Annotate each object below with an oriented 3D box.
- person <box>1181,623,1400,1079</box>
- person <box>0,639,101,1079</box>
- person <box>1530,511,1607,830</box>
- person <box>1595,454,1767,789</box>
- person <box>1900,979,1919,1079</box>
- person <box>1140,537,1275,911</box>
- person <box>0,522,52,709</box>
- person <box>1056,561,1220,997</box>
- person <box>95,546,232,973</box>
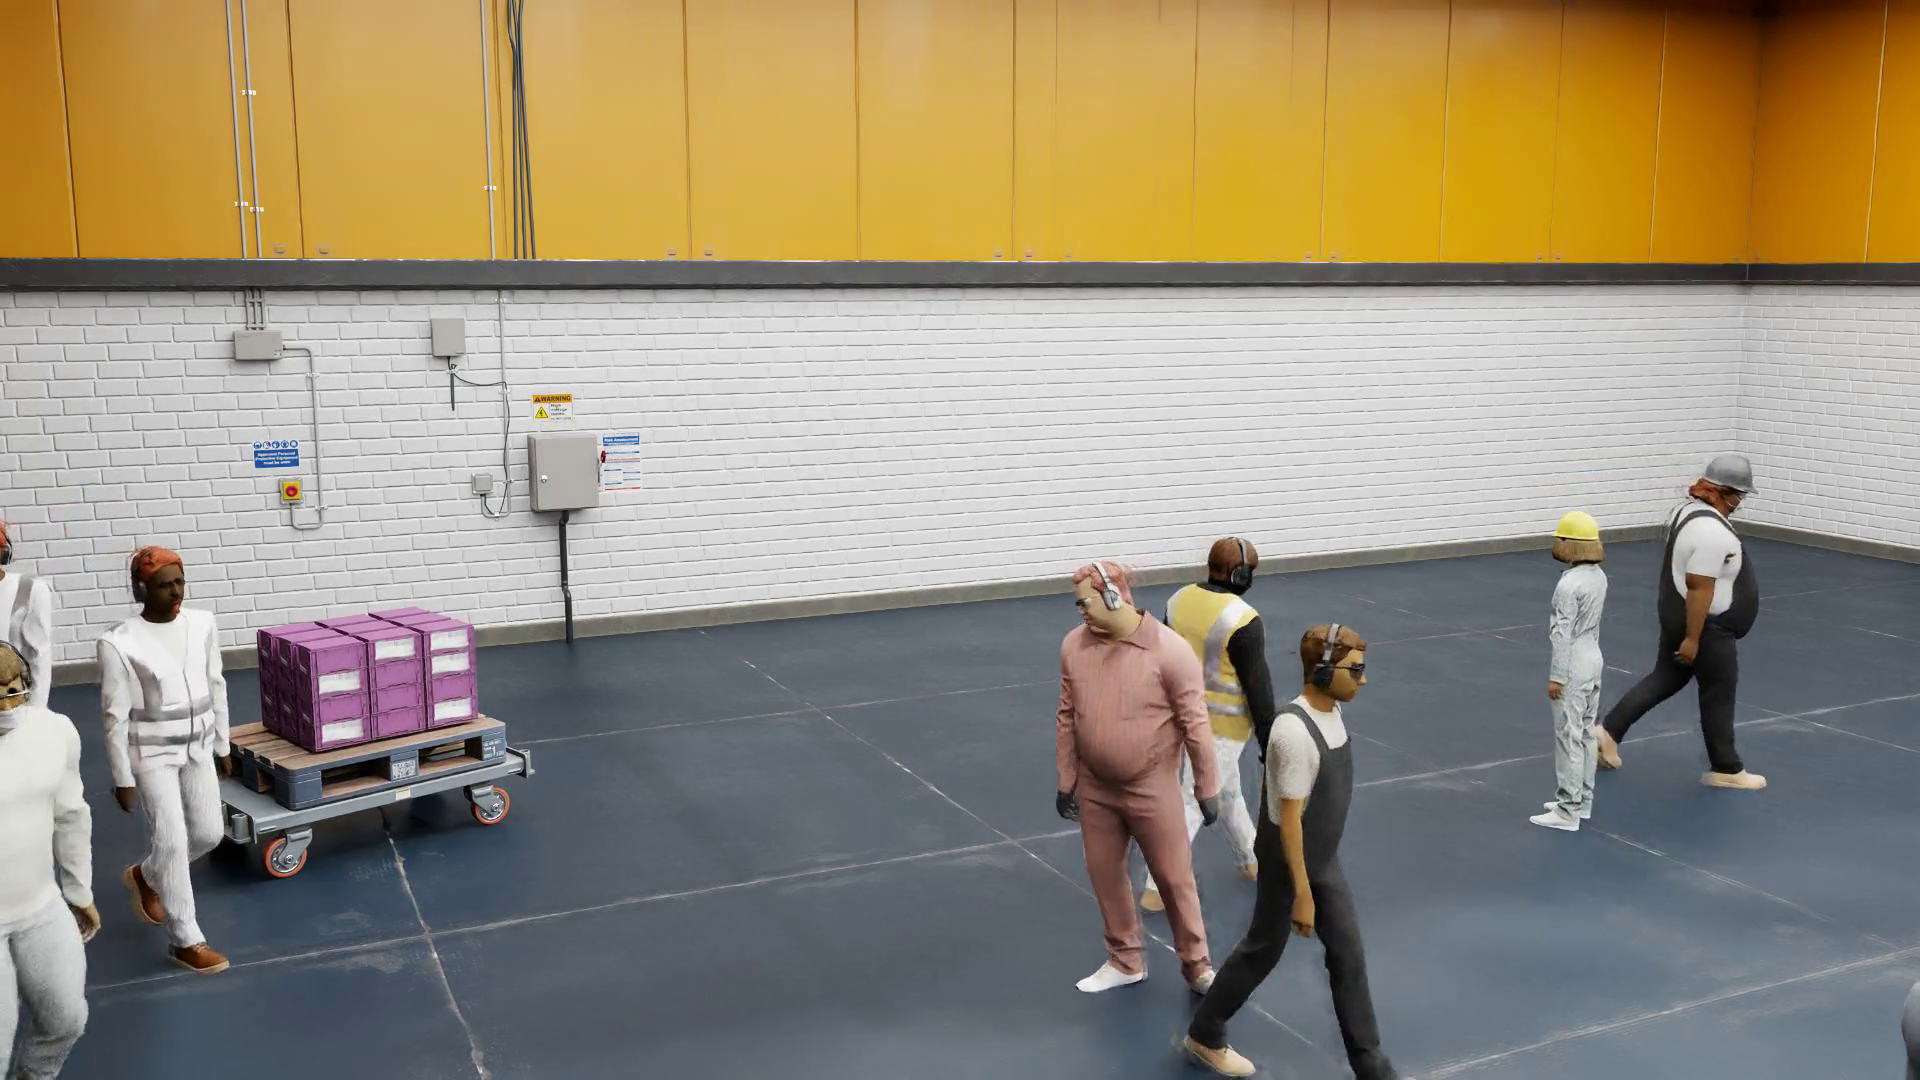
[{"bbox_3d":[1.244,1.176,6.075,0.951,1.798,0.566,6,11,35],"label":"person"},{"bbox_3d":[-3.122,1.236,5.378,0.503,1.901,0.668,4,10,25],"label":"person"},{"bbox_3d":[3.346,0.705,9.121,0.318,1.739,0.491,8,12,40],"label":"person"},{"bbox_3d":[4.270,0.442,9.827,0.942,2.000,0.698,2,9,10],"label":"person"},{"bbox_3d":[2.196,1.498,3.594,0.629,1.940,0.372,-5,11,-30],"label":"person"},{"bbox_3d":[1.260,0.868,7.988,1.003,1.778,0.634,-5,10,-27],"label":"person"},{"bbox_3d":[-4.685,0.820,8.058,0.572,1.860,0.629,-1,9,-4],"label":"person"},{"bbox_3d":[0.749,1.011,6.870,0.785,1.868,0.473,6,11,34],"label":"person"},{"bbox_3d":[-3.507,0.938,7.295,0.676,1.870,0.578,5,10,27],"label":"person"}]
